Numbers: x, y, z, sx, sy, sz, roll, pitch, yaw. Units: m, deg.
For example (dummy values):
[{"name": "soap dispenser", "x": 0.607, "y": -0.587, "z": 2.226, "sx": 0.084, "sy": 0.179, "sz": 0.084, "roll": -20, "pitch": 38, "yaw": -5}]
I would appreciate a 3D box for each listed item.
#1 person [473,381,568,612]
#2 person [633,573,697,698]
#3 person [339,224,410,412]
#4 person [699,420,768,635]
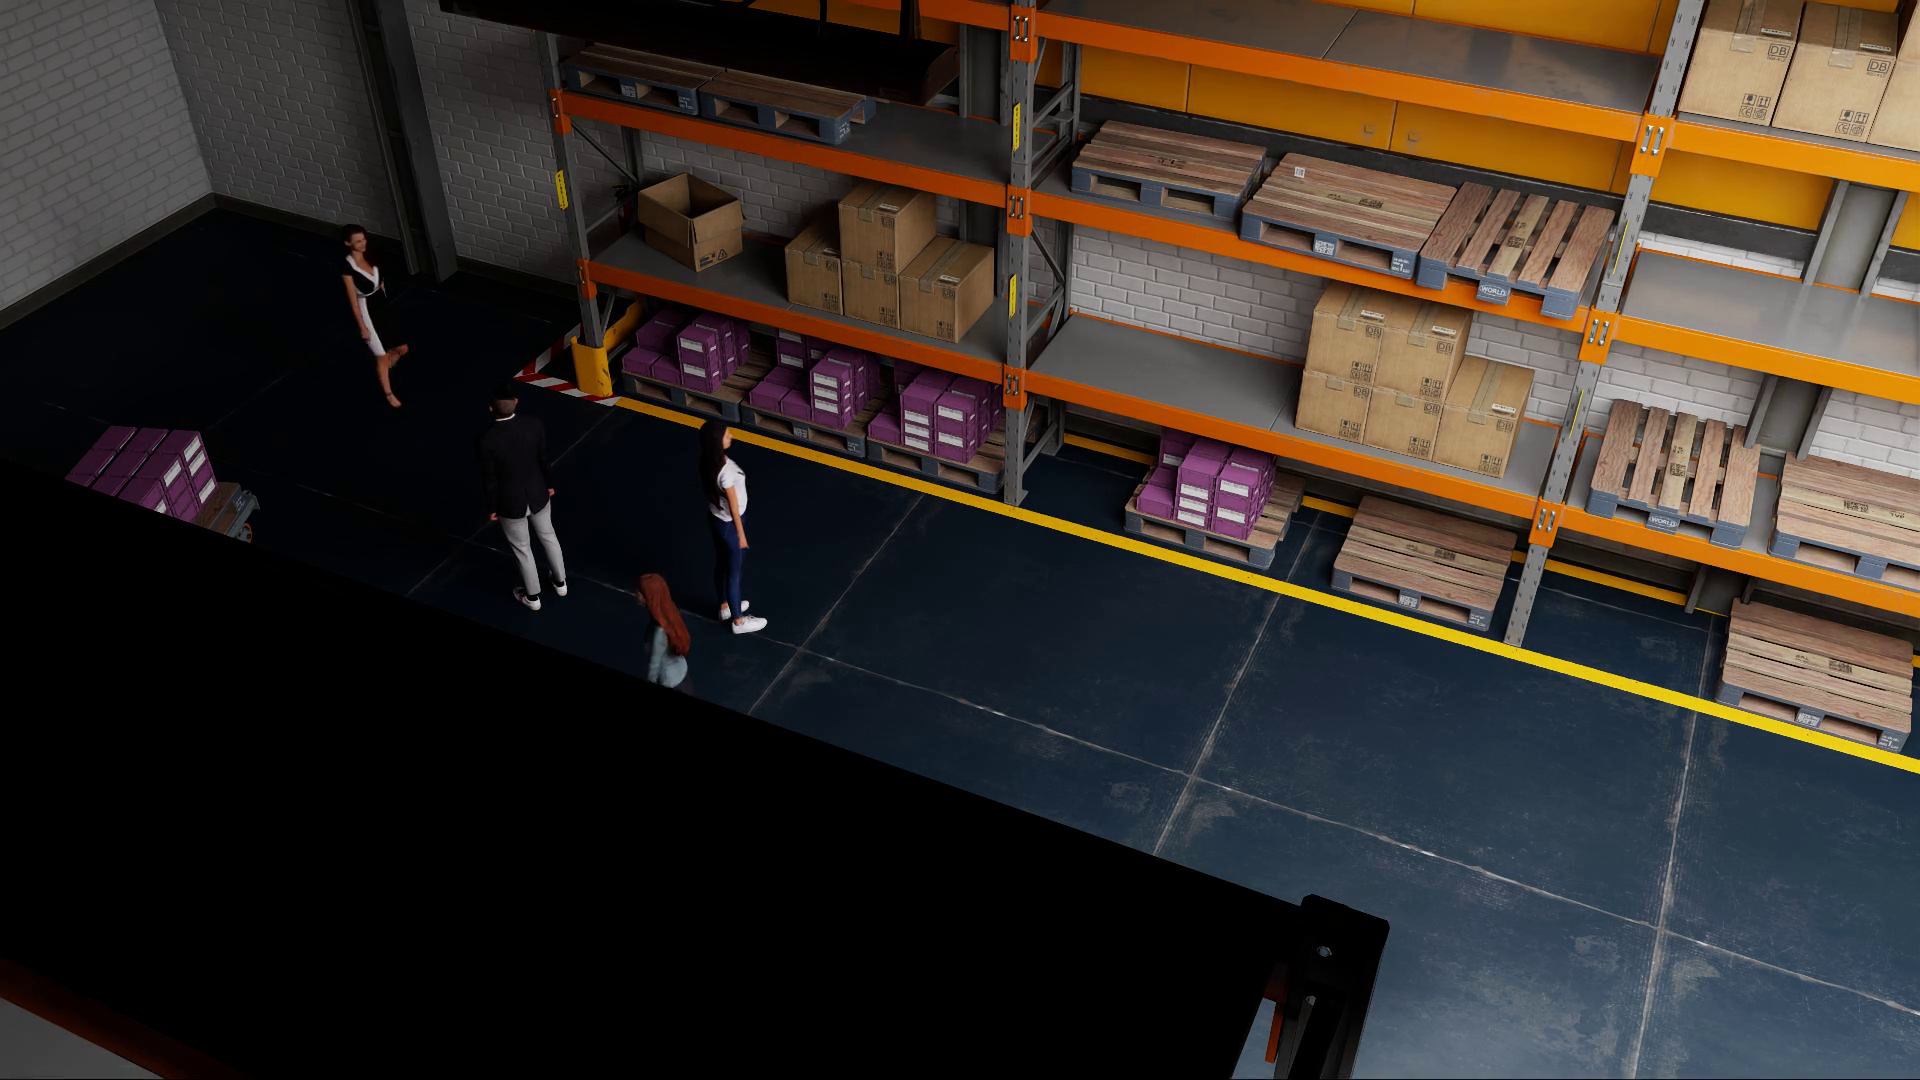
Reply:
[{"name": "person", "x": -3.158, "y": -0.339, "z": 11.987, "sx": 0.789, "sy": 1.950, "sz": 0.762, "roll": -27, "pitch": 46, "yaw": -30}, {"name": "person", "x": -1.750, "y": 0.920, "z": 10.612, "sx": 1.183, "sy": 1.698, "sz": 0.946, "roll": -3, "pitch": 39, "yaw": -3}, {"name": "person", "x": -5.009, "y": -1.878, "z": 14.046, "sx": 0.666, "sy": 1.784, "sz": 0.613, "roll": 13, "pitch": 41, "yaw": 16}, {"name": "person", "x": -1.666, "y": -0.095, "z": 11.822, "sx": 0.730, "sy": 1.774, "sz": 0.641, "roll": -18, "pitch": 42, "yaw": -22}]
